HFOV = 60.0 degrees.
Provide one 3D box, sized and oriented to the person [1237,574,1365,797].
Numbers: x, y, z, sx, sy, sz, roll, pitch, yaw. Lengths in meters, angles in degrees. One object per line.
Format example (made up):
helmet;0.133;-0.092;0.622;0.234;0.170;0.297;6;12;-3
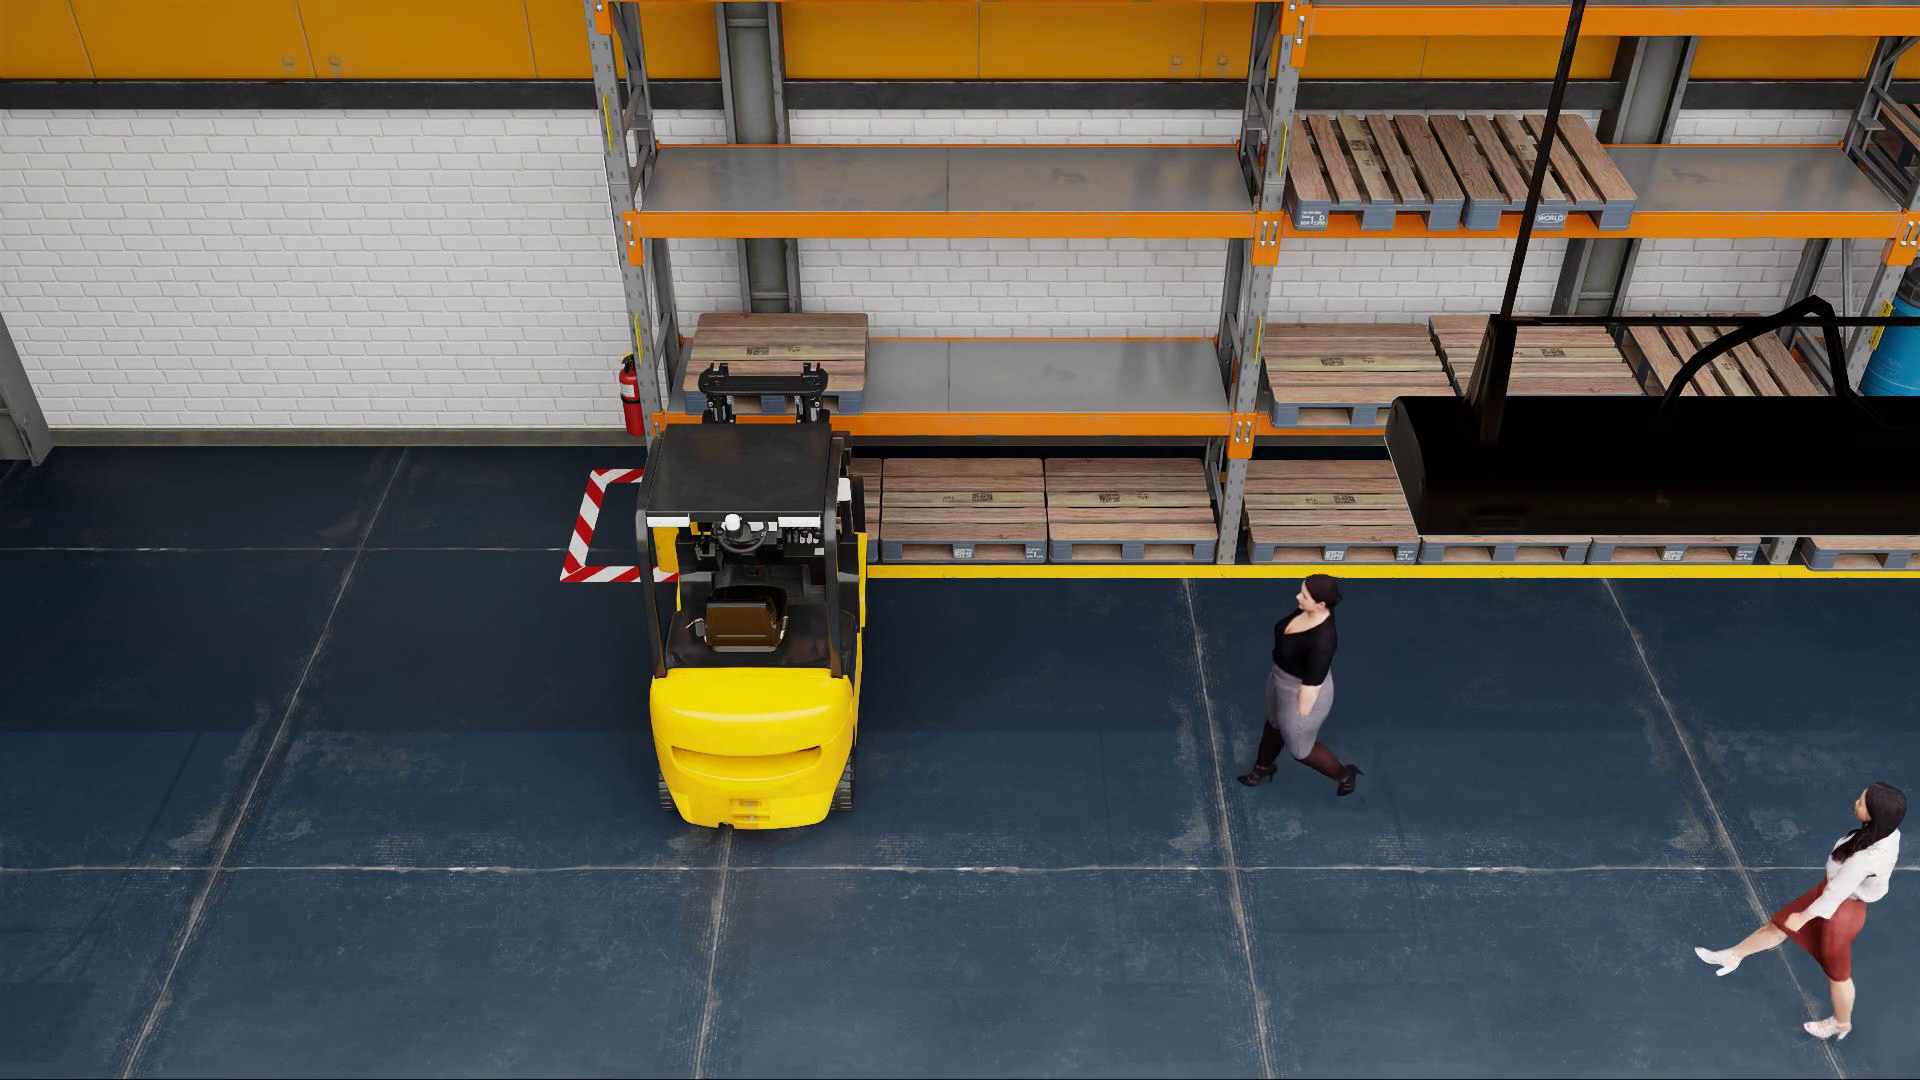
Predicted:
person;2.068;0.897;9.719;0.961;1.741;0.690;2;39;3

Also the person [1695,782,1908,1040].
person;4.513;1.952;8.424;1.142;1.707;0.992;23;44;26
